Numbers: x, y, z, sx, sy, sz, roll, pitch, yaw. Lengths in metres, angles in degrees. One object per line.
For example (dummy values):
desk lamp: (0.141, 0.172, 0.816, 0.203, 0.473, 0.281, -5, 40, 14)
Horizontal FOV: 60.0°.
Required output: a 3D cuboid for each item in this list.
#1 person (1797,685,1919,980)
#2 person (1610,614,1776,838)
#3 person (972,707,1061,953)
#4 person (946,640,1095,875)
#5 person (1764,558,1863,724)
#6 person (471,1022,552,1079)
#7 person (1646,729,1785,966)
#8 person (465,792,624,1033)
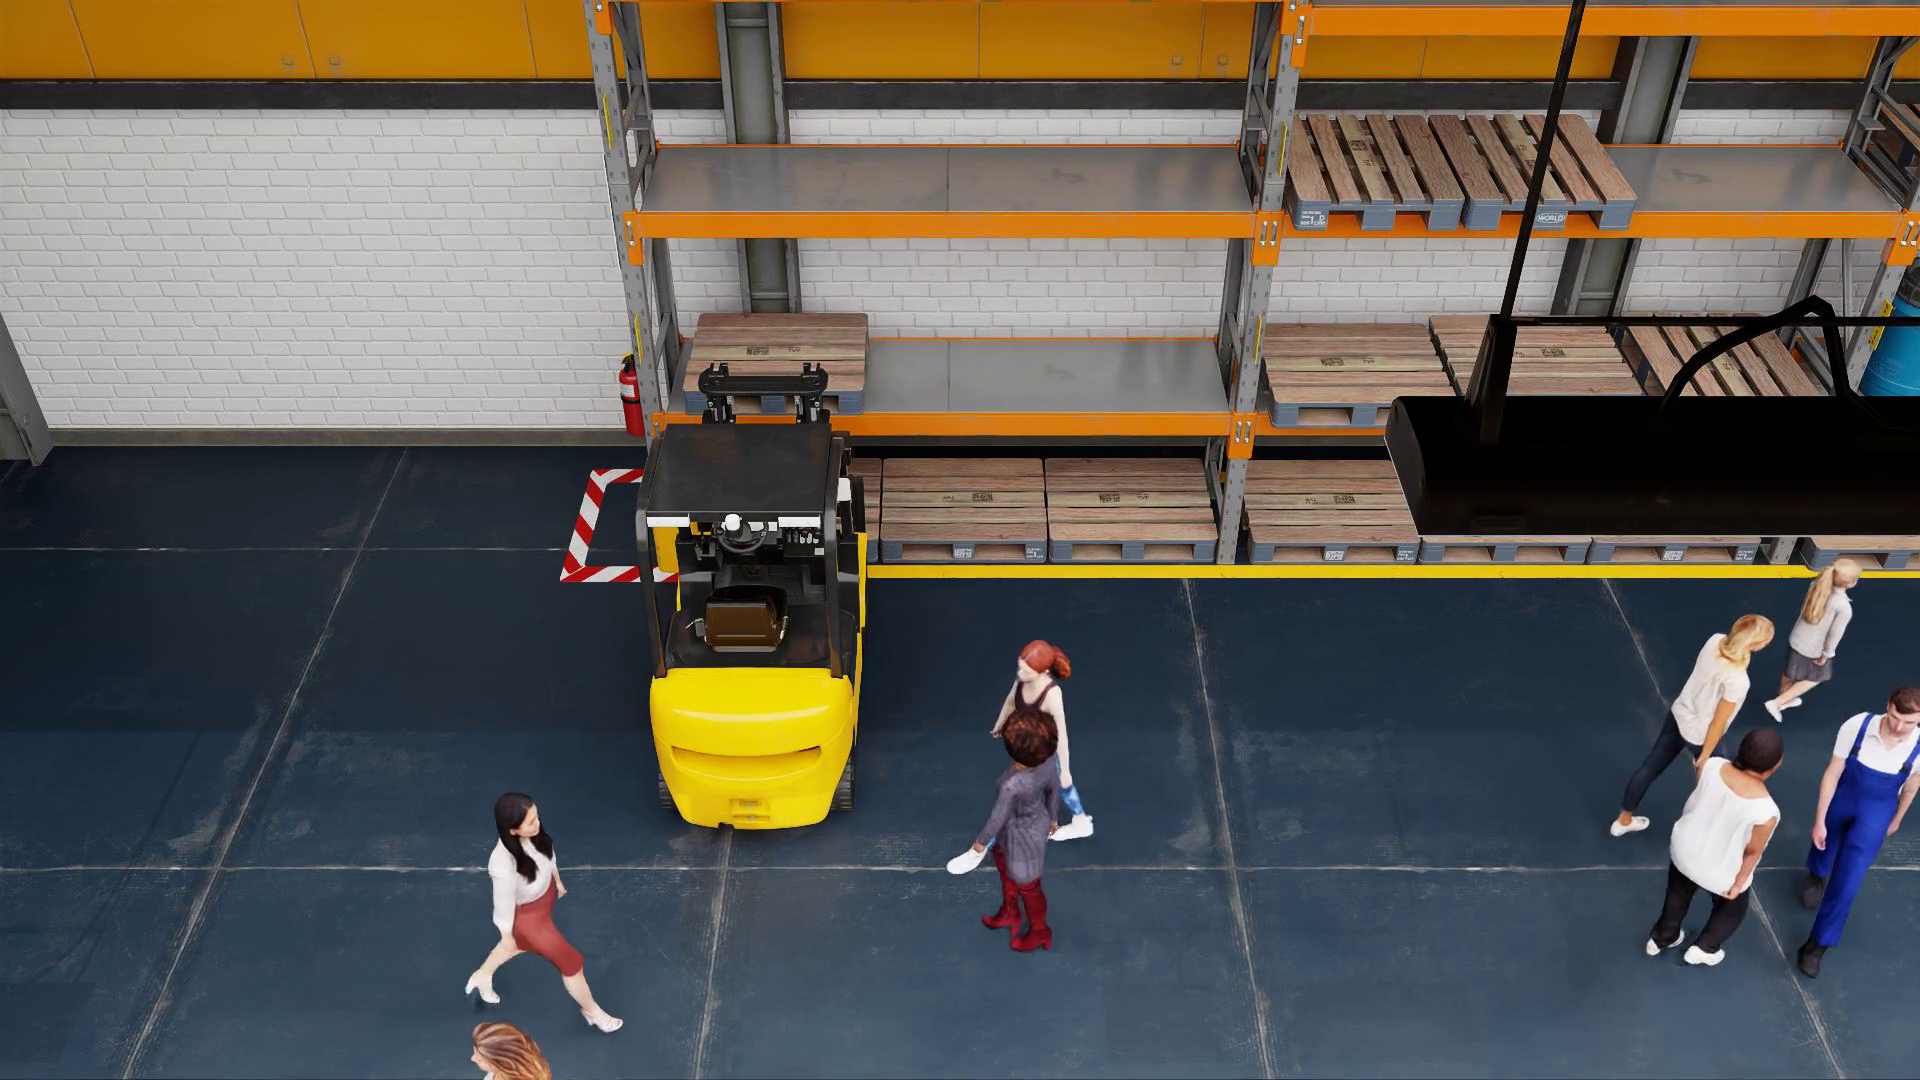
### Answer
person: (4.884, 1.392, 9.049, 1.177, 1.804, 1.113, 23, 44, 26)
person: (4.078, 1.099, 9.442, 1.019, 1.770, 0.726, -8, 39, -10)
person: (0.428, 1.596, 8.876, 0.754, 1.700, 0.688, 14, 41, 17)
person: (0.515, 1.199, 9.349, 1.298, 1.731, 1.026, -13, 40, -16)
person: (5.298, 0.639, 10.422, 0.705, 1.267, 0.608, -12, 40, -14)
person: (-1.836, 2.707, 7.470, 0.803, 1.719, 0.694, -8, 39, -10)
person: (3.958, 1.666, 8.809, 0.790, 1.675, 0.768, -18, 42, -21)
person: (-2.251, 1.910, 8.473, 1.118, 1.714, 0.709, 5, 39, 6)
